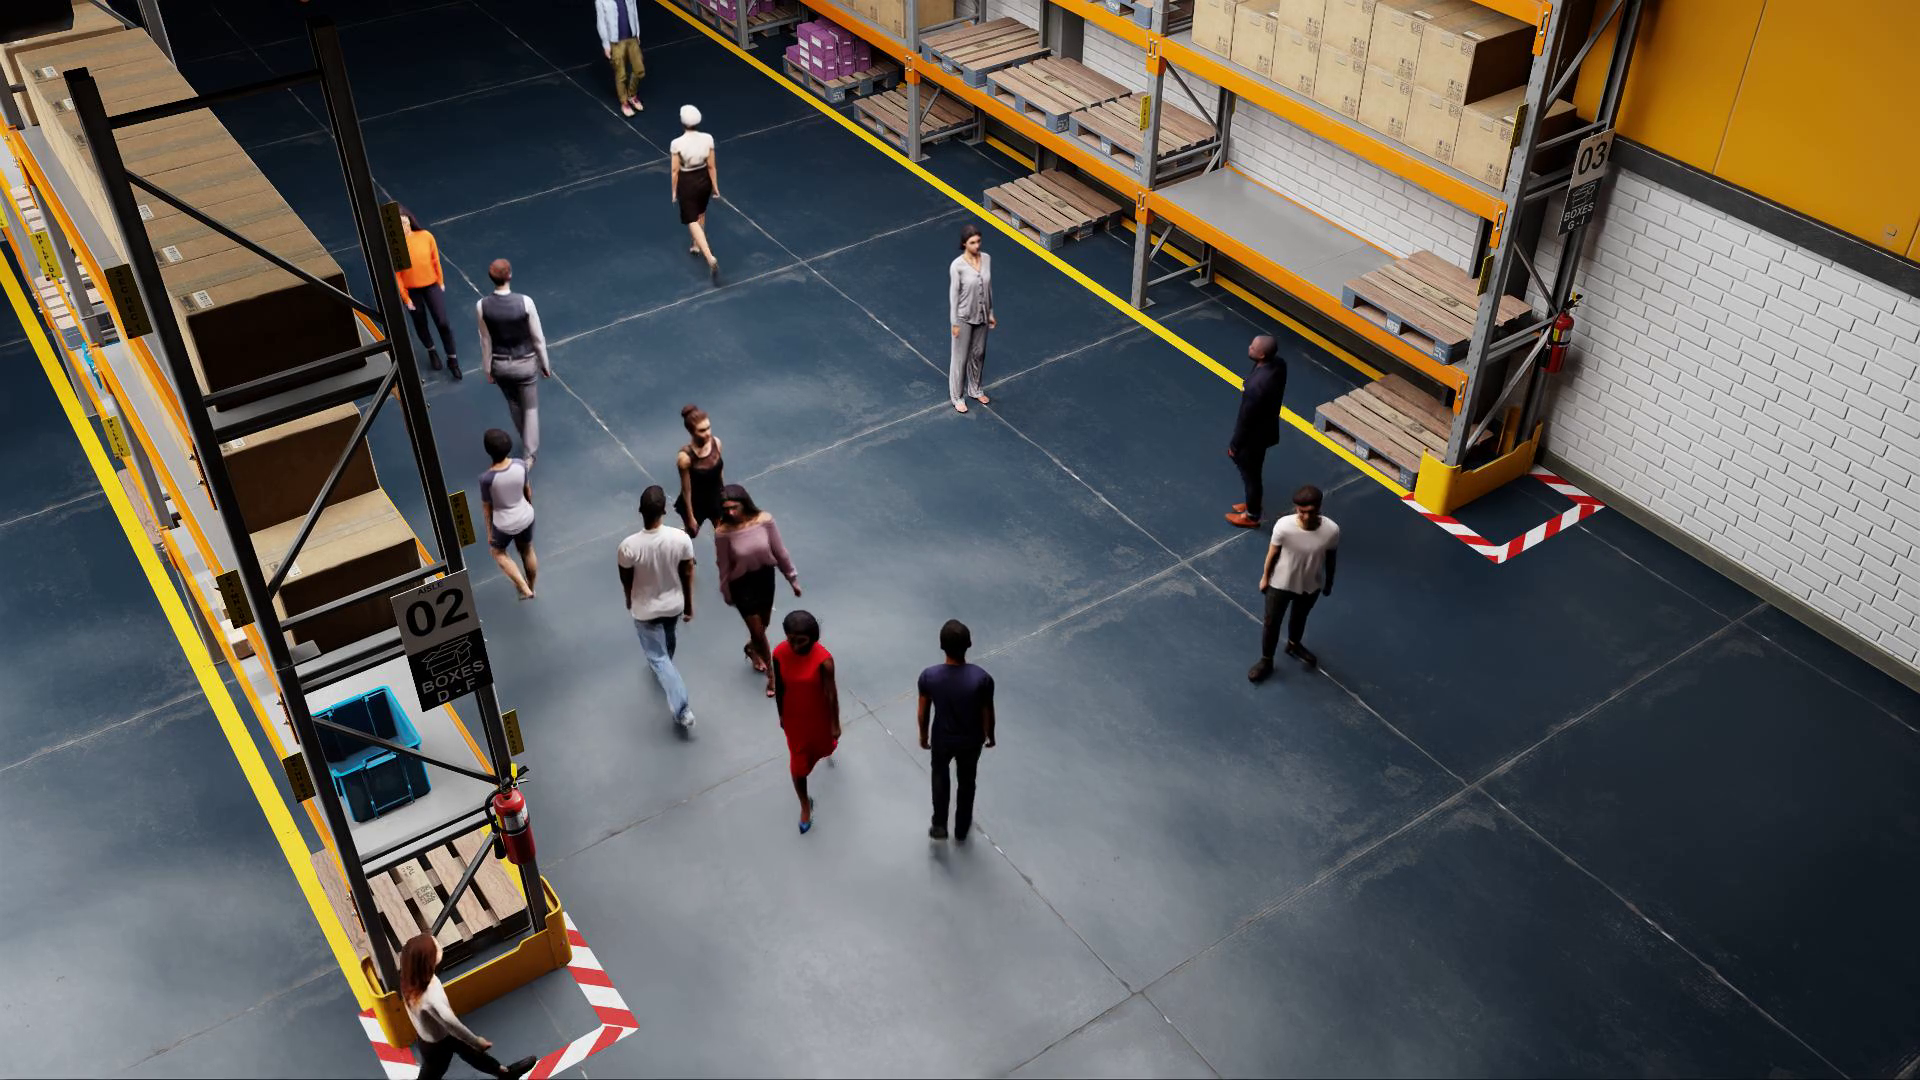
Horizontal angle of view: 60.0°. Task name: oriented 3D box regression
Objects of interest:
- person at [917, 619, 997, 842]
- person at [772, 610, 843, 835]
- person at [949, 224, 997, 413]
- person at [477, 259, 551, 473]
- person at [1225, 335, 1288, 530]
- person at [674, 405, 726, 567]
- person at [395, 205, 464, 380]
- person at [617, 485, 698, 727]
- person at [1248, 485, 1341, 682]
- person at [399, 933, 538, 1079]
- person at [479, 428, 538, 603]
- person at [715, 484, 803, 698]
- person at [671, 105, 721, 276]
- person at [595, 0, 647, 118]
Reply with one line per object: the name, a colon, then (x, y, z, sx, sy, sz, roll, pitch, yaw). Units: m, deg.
person: (-0.019, 1.313, 10.583, 0.821, 1.779, 0.876, 3, 39, 4)
person: (-0.969, 1.096, 10.899, 0.991, 1.723, 1.073, 4, 39, 5)
person: (0.086, -1.977, 14.707, 0.581, 1.773, 0.519, -23, 44, -26)
person: (-3.723, -1.395, 13.873, 1.060, 1.903, 1.231, -5, 39, -6)
person: (2.439, -0.826, 13.236, 0.858, 1.810, 0.847, 16, 41, 19)
person: (-2.009, -0.317, 12.739, 0.667, 1.634, 1.144, -30, 47, -32)
person: (-4.948, -2.315, 15.165, 0.678, 1.730, 0.794, -19, 43, -23)
person: (-2.075, 0.505, 11.560, 0.721, 1.821, 1.182, -21, 43, -24)
person: (2.438, 0.255, 11.967, 0.835, 1.705, 0.875, -4, 39, -4)
person: (-2.927, 2.741, 9.066, 0.715, 1.441, 0.935, -16, 41, -19)
person: (-3.358, -0.135, 12.578, 0.641, 1.551, 0.617, 32, 48, 33)
person: (-1.488, 0.311, 11.833, 0.761, 1.783, 0.751, -22, 43, -25)
person: (-2.619, -3.449, 16.589, 0.683, 1.724, 1.055, -20, 43, -23)
person: (-4.025, -5.901, 19.600, 0.685, 1.798, 0.612, -25, 45, -28)
